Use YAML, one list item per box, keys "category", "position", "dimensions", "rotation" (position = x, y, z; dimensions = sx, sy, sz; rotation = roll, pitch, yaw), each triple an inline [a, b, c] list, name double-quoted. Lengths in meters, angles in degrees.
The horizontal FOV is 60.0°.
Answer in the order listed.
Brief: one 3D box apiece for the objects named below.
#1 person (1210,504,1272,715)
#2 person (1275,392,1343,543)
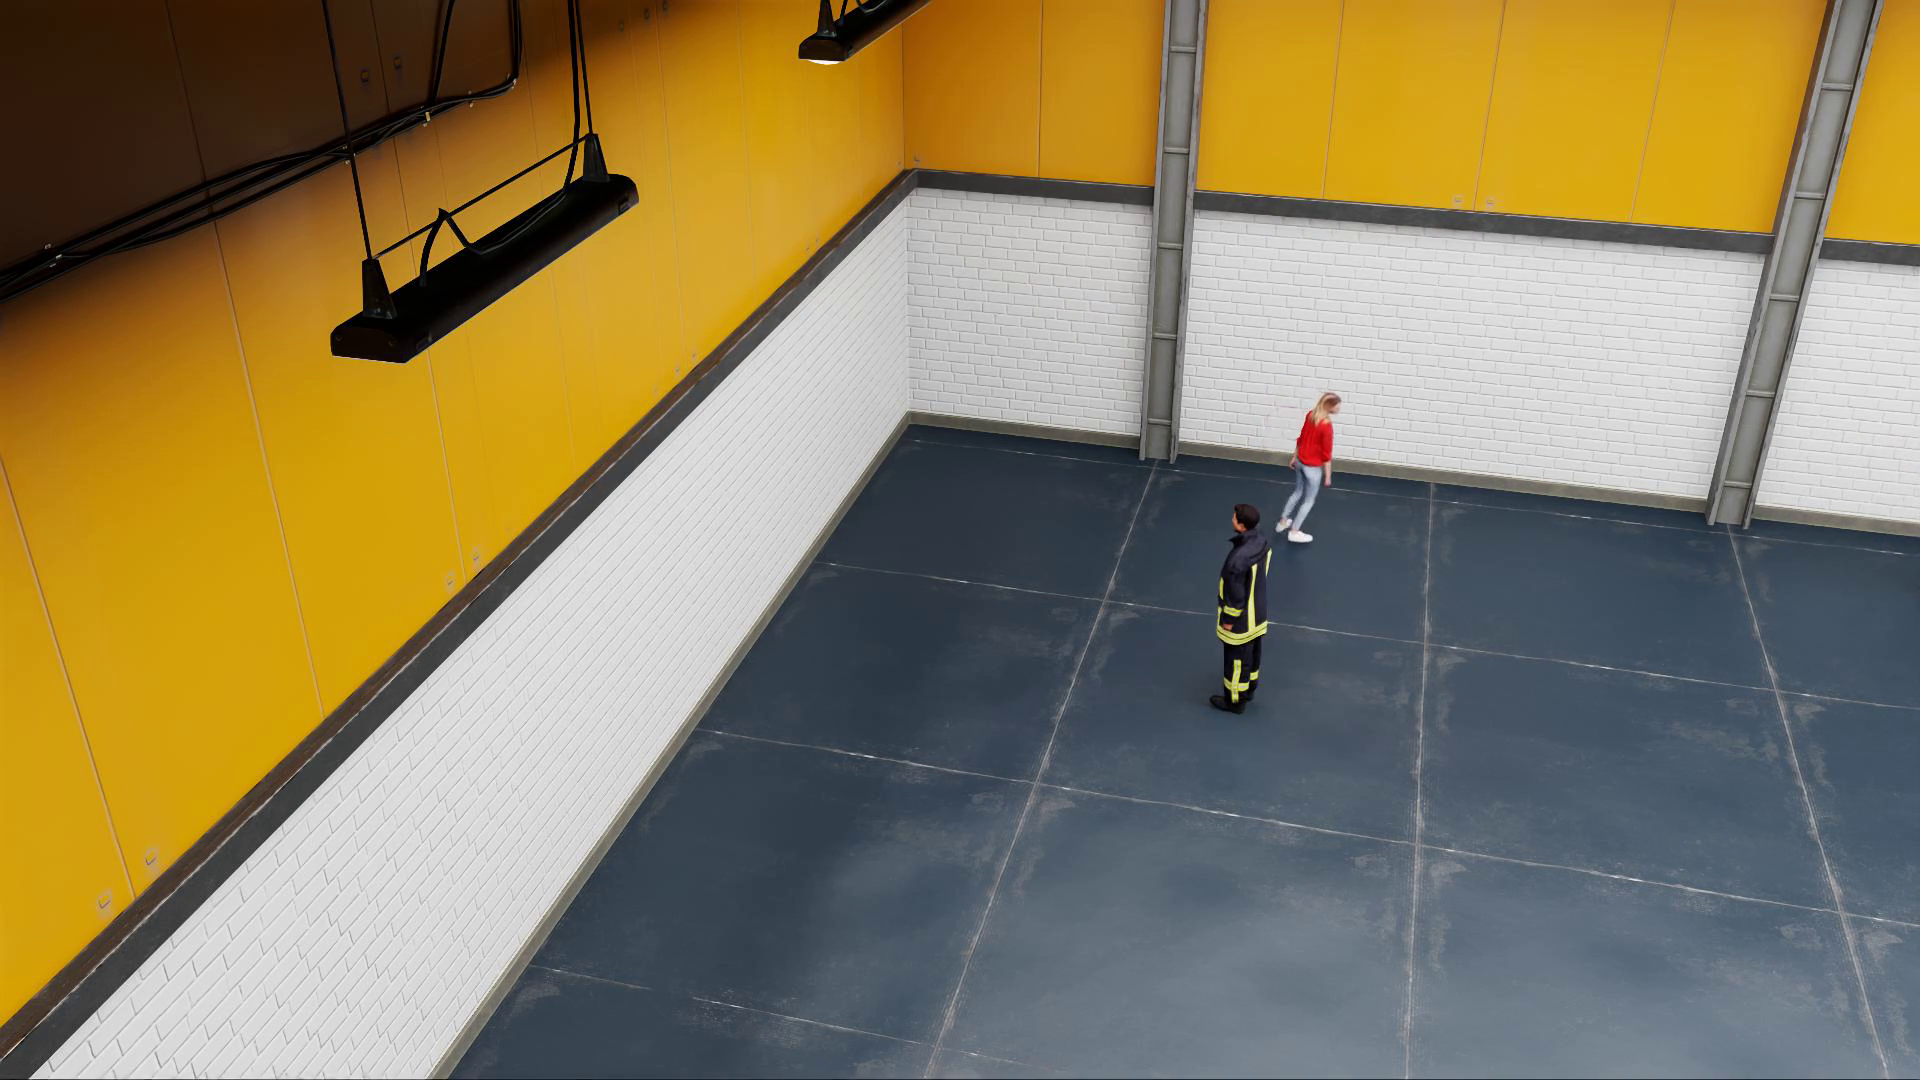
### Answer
- category: "person"
  position: [2.387, 0.567, 14.014]
  dimensions: [0.792, 1.925, 0.868]
  rotation: [17, 33, 28]
- category: "person"
  position: [3.463, -0.723, 16.656]
  dimensions: [0.849, 1.661, 0.839]
  rotation: [-17, 33, -29]
